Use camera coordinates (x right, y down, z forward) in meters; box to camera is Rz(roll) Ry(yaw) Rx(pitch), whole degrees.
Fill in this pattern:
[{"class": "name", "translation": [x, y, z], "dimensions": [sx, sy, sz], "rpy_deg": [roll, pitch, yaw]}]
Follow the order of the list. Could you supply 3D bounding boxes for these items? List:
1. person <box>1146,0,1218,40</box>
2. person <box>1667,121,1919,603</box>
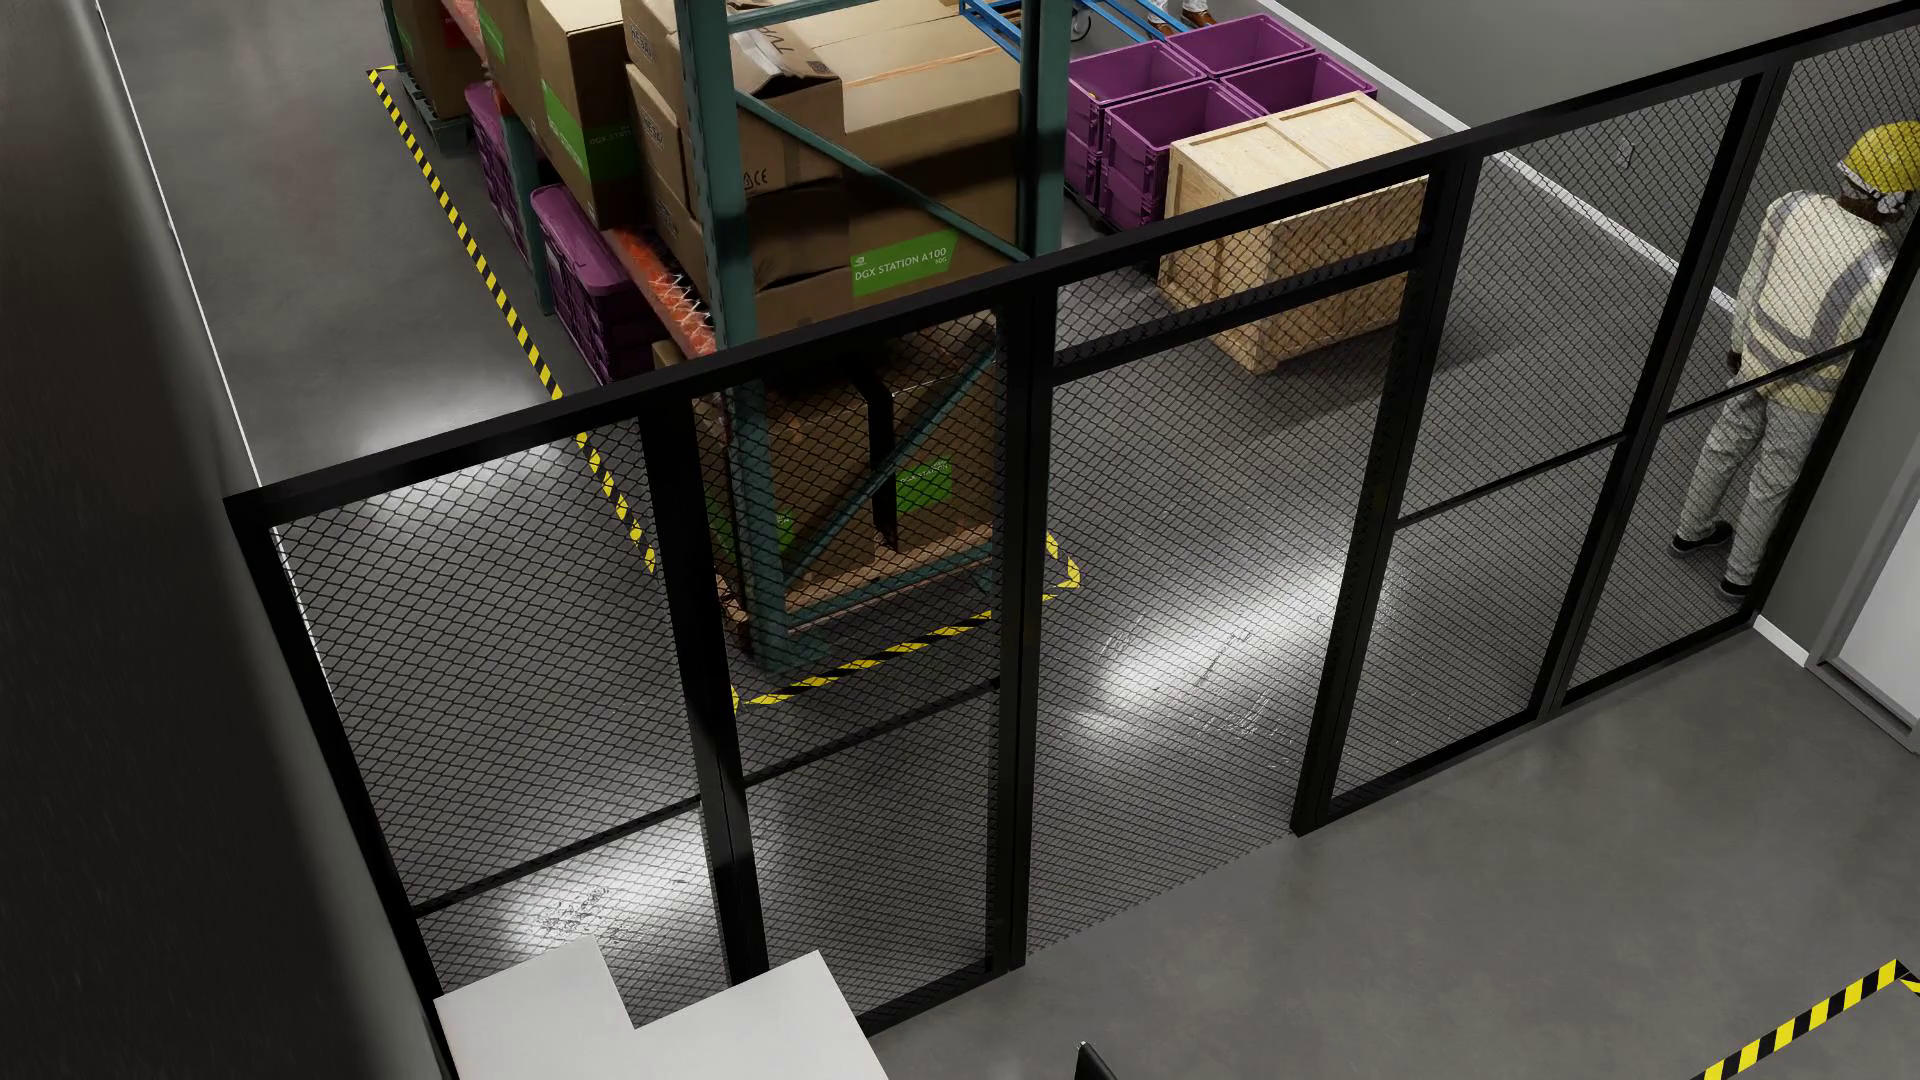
[{"class": "person", "translation": [1.281, -3.629, 8.915], "dimensions": [0.627, 1.941, 0.370], "rpy_deg": [-21, 47, -22]}, {"class": "person", "translation": [2.858, -0.579, 5.655], "dimensions": [0.404, 1.835, 0.588], "rpy_deg": [-13, 44, -14]}]
